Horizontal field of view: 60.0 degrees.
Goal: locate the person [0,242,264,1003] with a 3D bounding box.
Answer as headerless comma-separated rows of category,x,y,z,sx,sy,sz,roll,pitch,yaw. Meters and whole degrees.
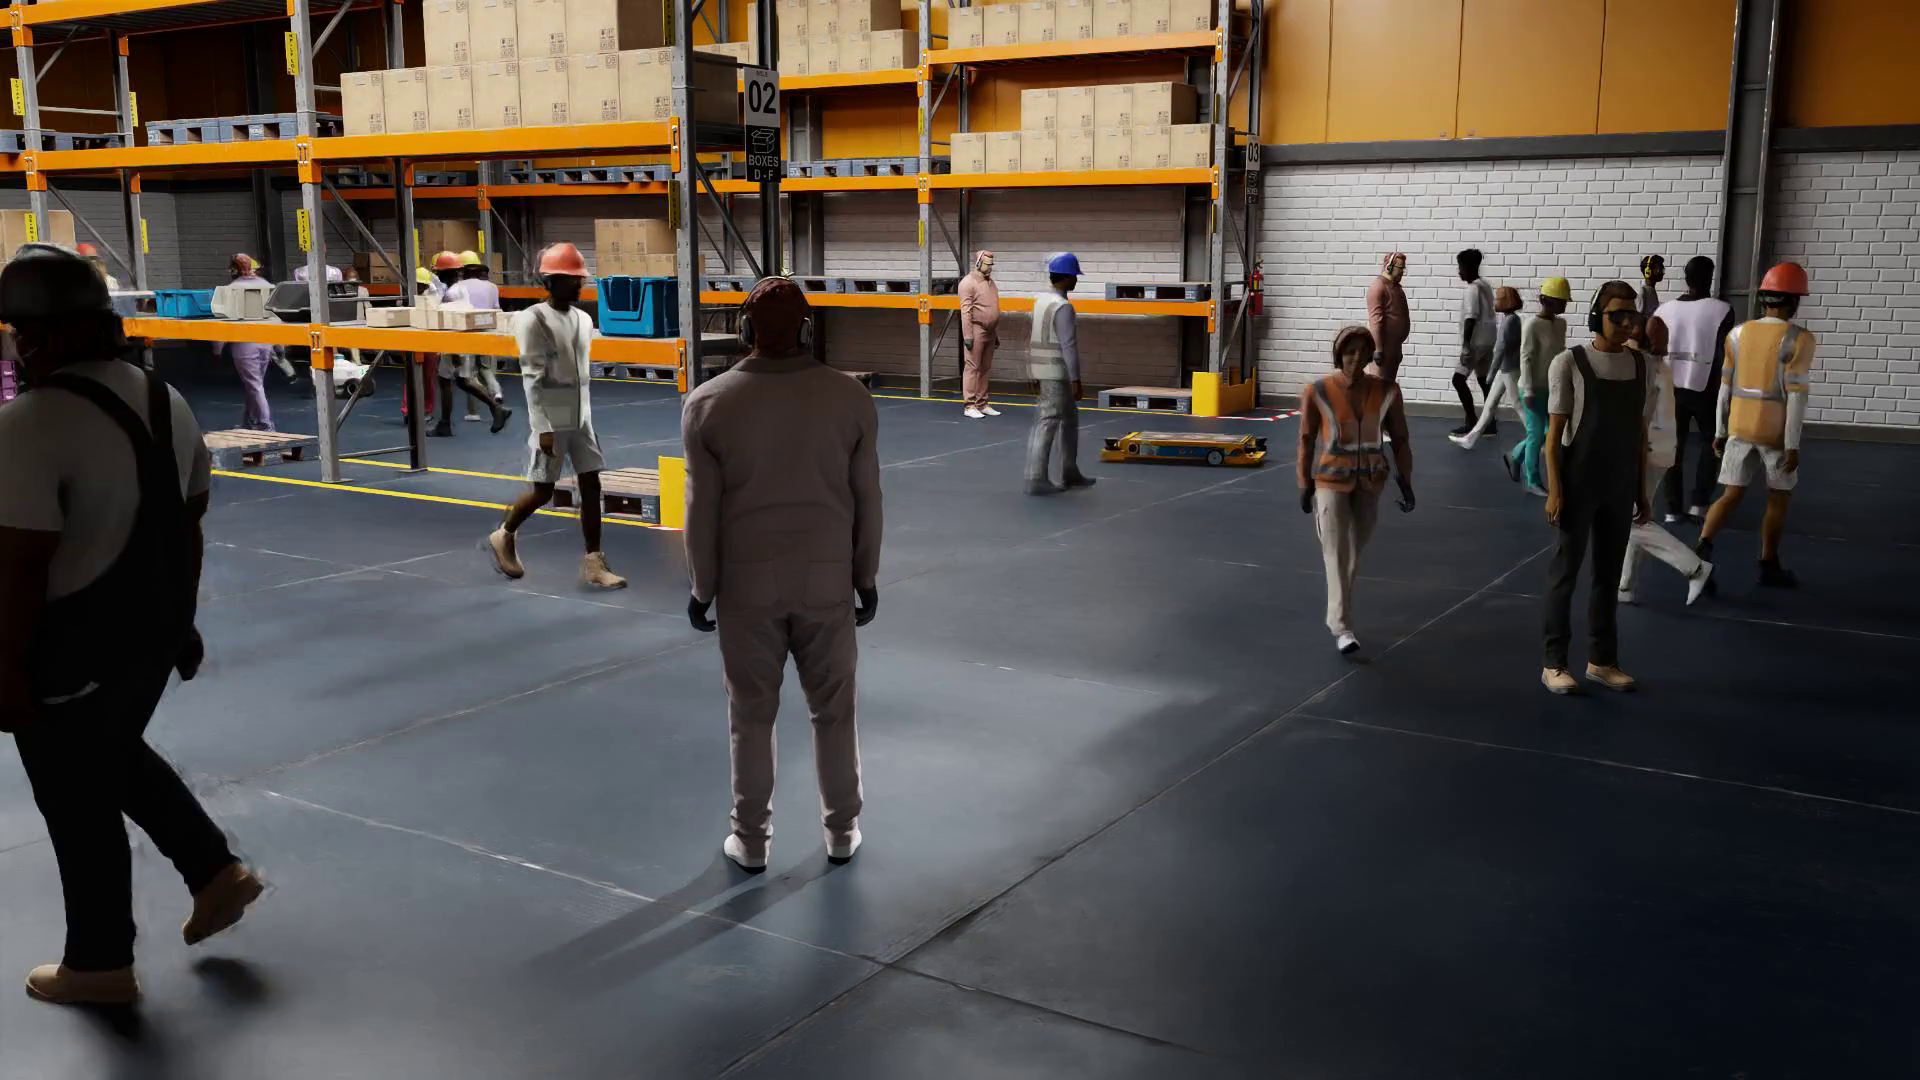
person,-2.316,0.225,4.385,0.550,2.000,0.684,1,10,6

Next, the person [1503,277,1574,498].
person,4.561,-1.208,13.153,0.553,1.736,0.565,-7,12,-34

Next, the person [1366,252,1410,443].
person,4.330,-1.944,16.790,0.407,1.904,0.639,7,12,32

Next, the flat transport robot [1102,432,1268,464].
flat transport robot,2.068,-0.853,15.260,1.431,0.197,0.652,3,11,17

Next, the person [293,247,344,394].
person,-8.391,-2.923,21.818,0.612,2.041,0.394,-4,11,-22

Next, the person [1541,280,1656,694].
person,2.860,-0.230,7.447,0.508,1.846,0.345,-2,10,-12

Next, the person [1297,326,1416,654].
person,1.951,-0.242,8.182,0.531,1.595,0.837,-1,10,-5

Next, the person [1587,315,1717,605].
person,3.809,-0.413,9.068,0.597,1.619,0.533,7,12,33

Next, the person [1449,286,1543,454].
person,5.136,-1.597,15.743,0.887,1.581,0.520,4,11,21

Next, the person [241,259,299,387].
person,-9.567,-3.003,23.026,0.776,1.781,0.603,-6,12,-31

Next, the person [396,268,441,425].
person,-5.936,-2.128,18.319,0.525,1.712,0.895,-3,11,-15

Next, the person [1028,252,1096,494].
person,0.874,-1.328,13.297,0.768,1.921,0.654,-3,11,-14

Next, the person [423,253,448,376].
person,-7.814,-3.389,25.008,0.403,1.825,0.589,7,12,32

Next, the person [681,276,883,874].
person,-0.567,0.118,5.346,0.637,1.910,0.406,-2,10,-13

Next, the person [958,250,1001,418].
person,0.256,-2.352,19.050,0.407,1.904,0.639,7,12,32

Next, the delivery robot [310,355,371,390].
delivery robot,-7.931,-2.130,21.291,0.707,0.478,0.477,0,10,-1

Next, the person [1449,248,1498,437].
person,5.290,-1.994,16.984,0.508,1.935,0.762,7,12,33

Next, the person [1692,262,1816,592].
person,4.539,-0.633,9.526,0.896,1.910,0.570,-6,12,-31

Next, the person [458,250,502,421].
person,-5.374,-2.253,18.484,0.586,1.909,0.575,-9,13,-40

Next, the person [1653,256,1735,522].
person,5.281,-1.077,11.956,0.591,1.904,0.631,-8,13,-39

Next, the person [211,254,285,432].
person,-7.292,-1.947,16.863,0.889,1.868,0.684,6,12,29

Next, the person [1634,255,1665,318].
person,7.069,-1.990,17.127,0.328,1.873,0.519,7,12,32

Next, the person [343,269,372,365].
person,-9.055,-3.254,24.904,0.515,1.586,0.850,-9,13,-39

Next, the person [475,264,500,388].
person,-6.577,-2.940,22.881,0.319,1.694,0.533,7,12,32

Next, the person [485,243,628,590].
person,-2.390,-0.715,9.701,0.892,2.016,0.608,6,12,31

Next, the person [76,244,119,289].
person,-9.745,-2.314,18.622,0.628,1.973,0.652,5,12,27

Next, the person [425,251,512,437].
person,-5.121,-2.007,17.122,0.833,1.916,0.549,-1,10,-5

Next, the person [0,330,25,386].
person,-13.281,-3.105,22.989,0.393,1.985,0.611,4,11,23
